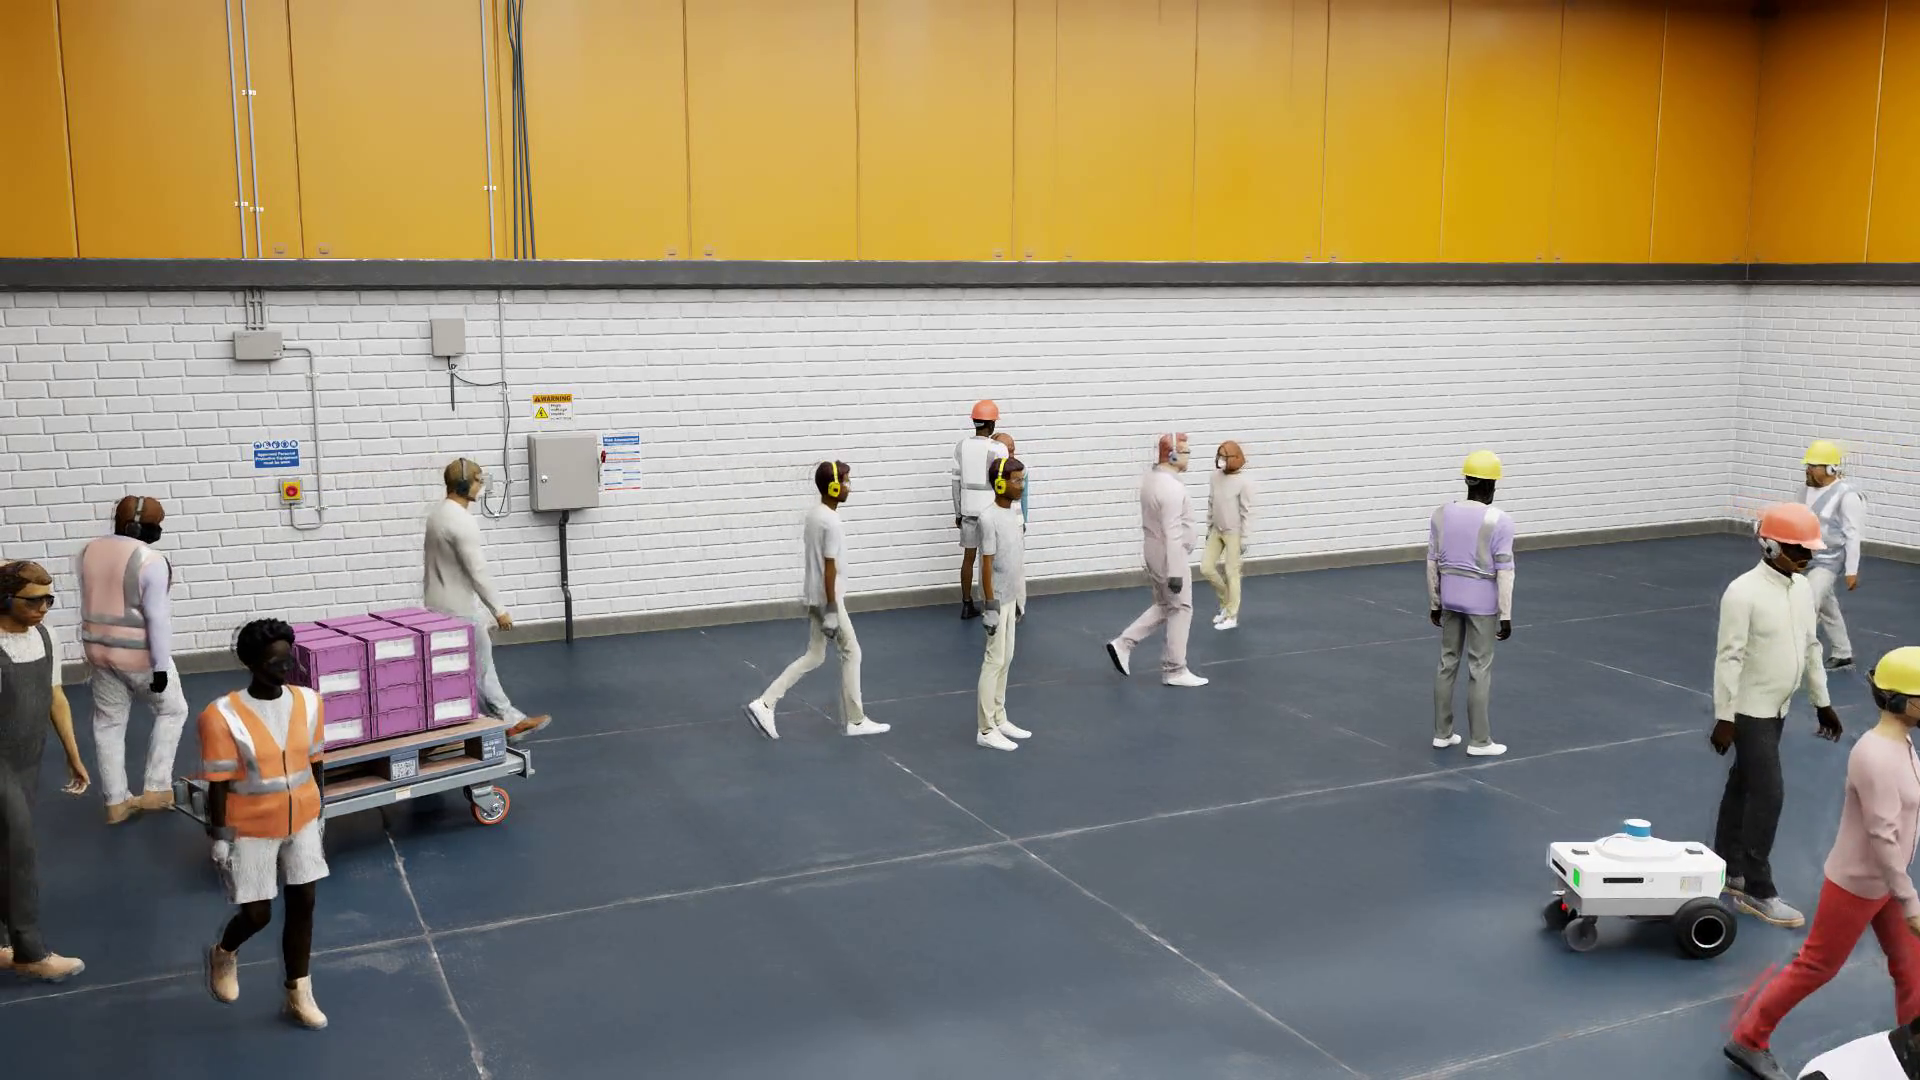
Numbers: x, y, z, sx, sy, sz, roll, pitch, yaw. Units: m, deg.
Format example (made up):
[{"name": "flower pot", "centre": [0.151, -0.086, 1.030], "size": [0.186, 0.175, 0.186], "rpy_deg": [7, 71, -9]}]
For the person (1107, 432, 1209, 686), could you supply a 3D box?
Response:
[{"name": "person", "centre": [1.468, 0.149, 12.121], "size": [0.648, 1.884, 0.656], "rpy_deg": [-1, 9, -9]}]

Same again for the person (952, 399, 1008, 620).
[{"name": "person", "centre": [0.205, -0.258, 14.489], "size": [0.551, 1.934, 0.373], "rpy_deg": [5, 10, 29]}]

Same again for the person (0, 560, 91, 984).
[{"name": "person", "centre": [-4.025, 0.989, 7.178], "size": [0.713, 1.807, 0.551], "rpy_deg": [1, 9, 8]}]

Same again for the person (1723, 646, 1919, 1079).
[{"name": "person", "centre": [3.267, 1.219, 6.004], "size": [0.892, 1.730, 0.527], "rpy_deg": [9, 13, 43]}]

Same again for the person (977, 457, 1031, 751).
[{"name": "person", "centre": [0.281, 0.397, 10.647], "size": [0.313, 1.866, 0.538], "rpy_deg": [3, 10, 20]}]

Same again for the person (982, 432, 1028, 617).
[{"name": "person", "centre": [0.382, -0.122, 14.563], "size": [0.517, 1.639, 0.313], "rpy_deg": [-6, 11, -35]}]

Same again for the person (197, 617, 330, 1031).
[{"name": "person", "centre": [-2.787, 1.125, 6.659], "size": [0.469, 1.685, 0.543], "rpy_deg": [7, 11, 37]}]

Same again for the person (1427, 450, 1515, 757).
[{"name": "person", "centre": [3.222, 0.395, 10.469], "size": [0.387, 1.926, 0.591], "rpy_deg": [-7, 12, -38]}]

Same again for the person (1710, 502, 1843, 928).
[{"name": "person", "centre": [3.869, 0.806, 7.814], "size": [0.651, 1.962, 0.741], "rpy_deg": [-7, 12, -38]}]

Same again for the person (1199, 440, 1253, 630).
[{"name": "person", "centre": [2.245, -0.039, 14.085], "size": [0.338, 1.618, 0.534], "rpy_deg": [-7, 11, -35]}]

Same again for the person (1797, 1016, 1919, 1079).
[{"name": "person", "centre": [1.867, 1.599, 3.204], "size": [0.603, 1.857, 1.050], "rpy_deg": [0, 9, -1]}]

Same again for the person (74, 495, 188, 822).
[{"name": "person", "centre": [-4.573, 0.649, 9.229], "size": [0.653, 1.814, 0.523], "rpy_deg": [2, 9, 15]}]

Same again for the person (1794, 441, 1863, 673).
[{"name": "person", "centre": [6.385, 0.145, 12.471], "size": [0.946, 1.778, 0.619], "rpy_deg": [-1, 9, -9]}]

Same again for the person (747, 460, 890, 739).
[{"name": "person", "centre": [-0.926, 0.397, 10.766], "size": [0.864, 1.840, 0.528], "rpy_deg": [-4, 10, -22]}]

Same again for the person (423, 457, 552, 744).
[{"name": "person", "centre": [-3.019, 0.432, 10.346], "size": [0.972, 1.888, 0.623], "rpy_deg": [-5, 10, -26]}]

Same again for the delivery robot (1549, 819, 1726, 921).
[{"name": "delivery robot", "centre": [3.054, 1.507, 7.522], "size": [0.707, 0.478, 0.477], "rpy_deg": [0, 9, 0]}]
